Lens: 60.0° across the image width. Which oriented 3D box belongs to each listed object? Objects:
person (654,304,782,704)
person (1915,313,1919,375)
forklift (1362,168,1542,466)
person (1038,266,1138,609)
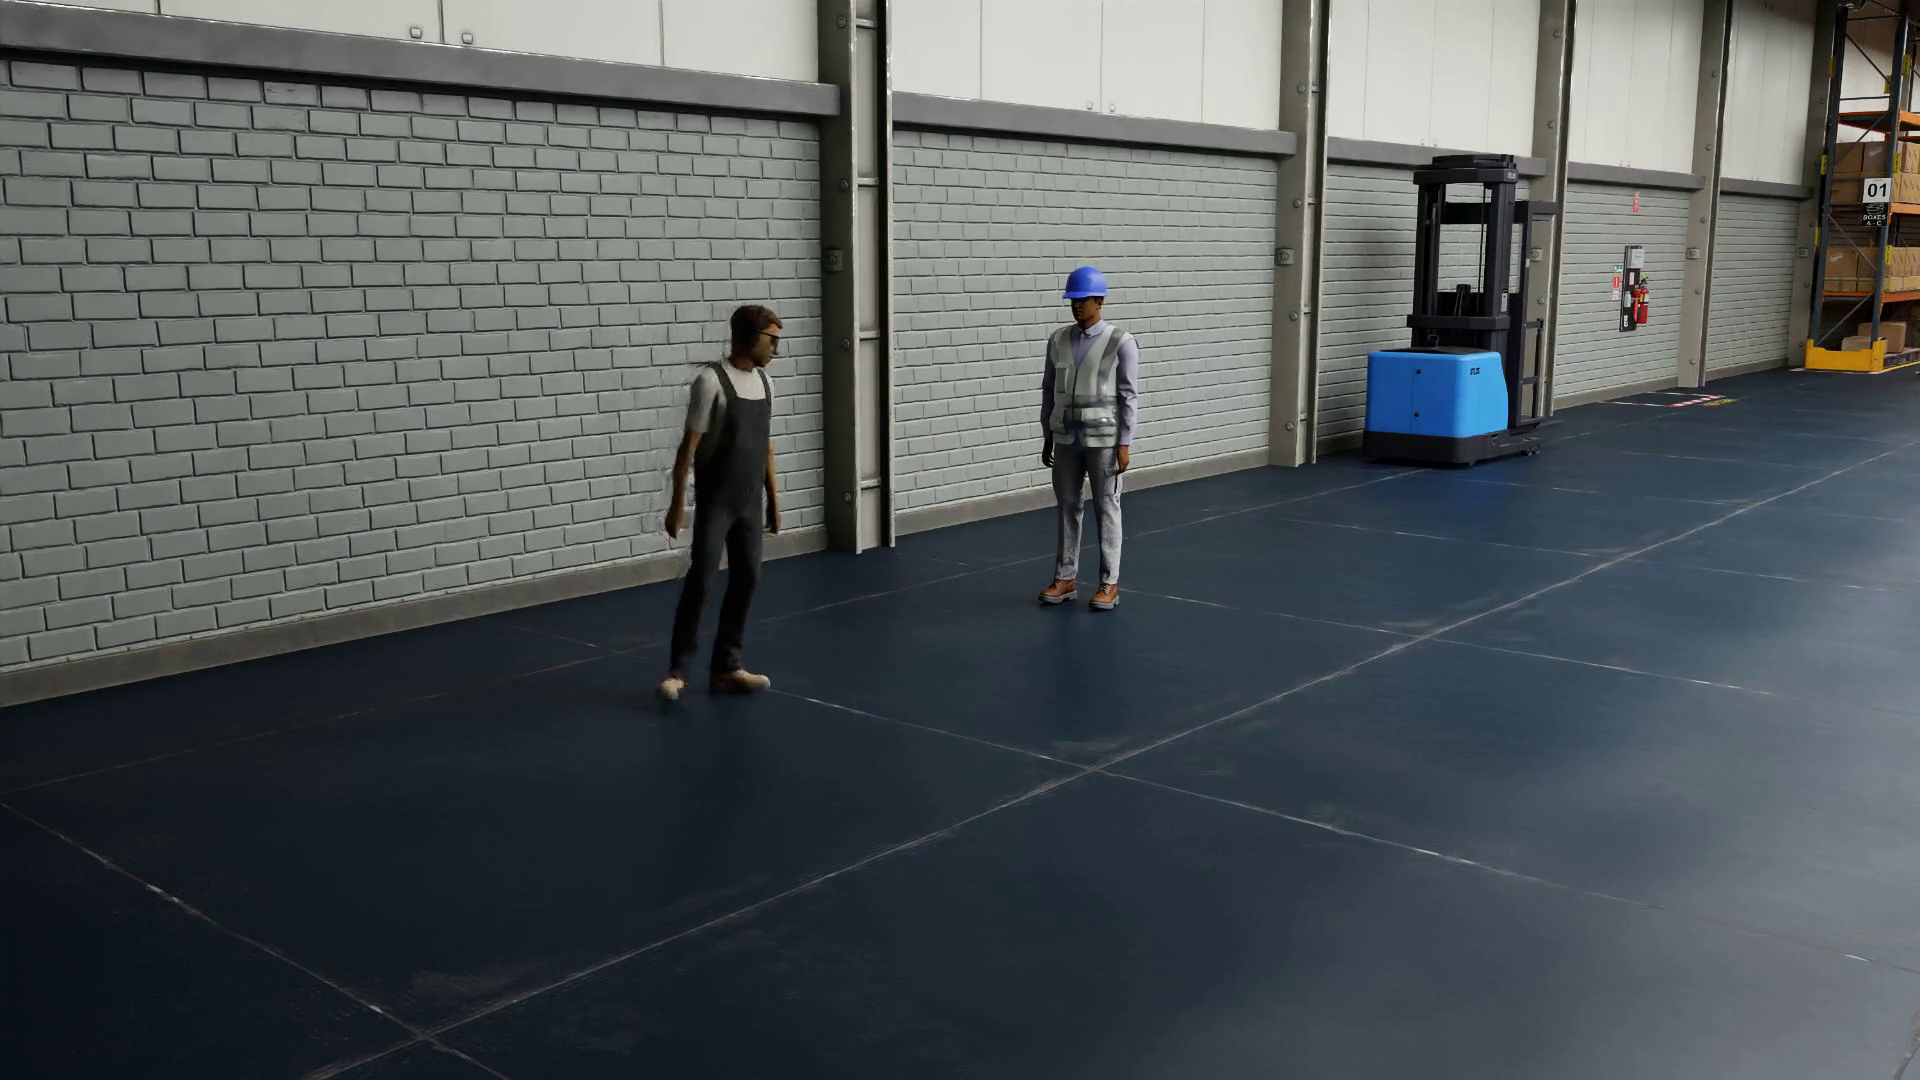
[{"bbox_3d":[-1.102,-0.161,7.563,0.443,1.801,0.672,8,12,37],"label":"person"},{"bbox_3d":[15.826,-3.489,26.995,0.517,1.630,0.315,0,10,0],"label":"person"},{"bbox_3d":[4.875,-2.212,16.287,1.129,2.768,1.873,8,13,40],"label":"forklift"},{"bbox_3d":[0.729,-0.585,9.554,0.605,1.948,0.391,6,12,32],"label":"person"}]
